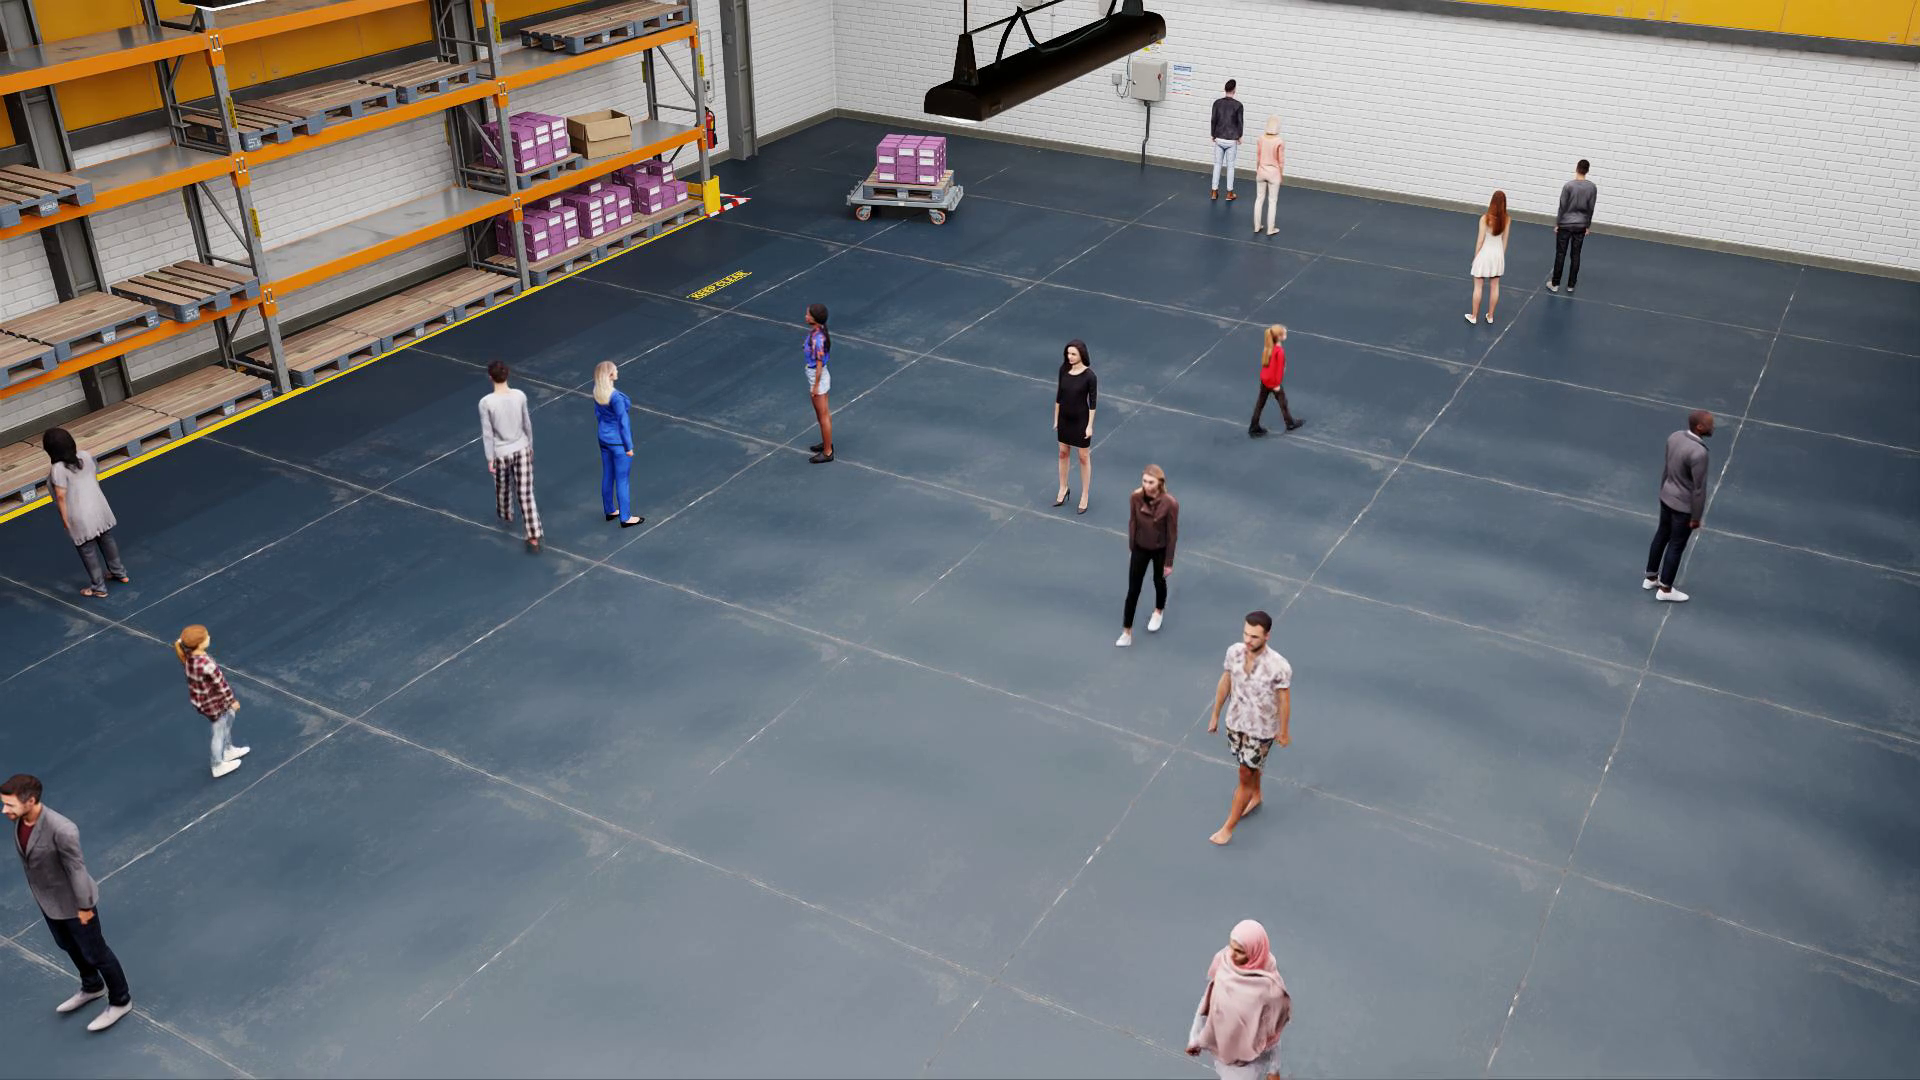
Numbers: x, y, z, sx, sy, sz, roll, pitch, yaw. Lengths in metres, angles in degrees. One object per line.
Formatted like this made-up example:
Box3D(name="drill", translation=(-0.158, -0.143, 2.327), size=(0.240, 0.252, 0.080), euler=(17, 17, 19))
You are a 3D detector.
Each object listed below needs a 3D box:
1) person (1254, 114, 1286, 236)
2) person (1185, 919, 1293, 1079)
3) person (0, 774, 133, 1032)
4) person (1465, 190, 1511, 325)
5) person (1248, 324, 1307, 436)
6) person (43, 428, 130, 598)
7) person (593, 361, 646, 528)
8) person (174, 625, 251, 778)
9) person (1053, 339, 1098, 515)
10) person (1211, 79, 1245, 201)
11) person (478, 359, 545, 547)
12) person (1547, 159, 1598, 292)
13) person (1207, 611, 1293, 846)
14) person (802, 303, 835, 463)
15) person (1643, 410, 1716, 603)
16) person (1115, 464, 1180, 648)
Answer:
Box3D(name="person", translation=(4.475, -5.305, 24.112), size=(0.619, 1.724, 0.548), euler=(19, 34, 31))
Box3D(name="person", translation=(1.604, 2.792, 9.203), size=(0.938, 1.787, 0.826), euler=(-21, 35, -33))
Box3D(name="person", translation=(-5.497, 2.190, 10.221), size=(0.678, 1.870, 0.597), euler=(13, 31, 23))
Box3D(name="person", translation=(6.672, -3.563, 20.932), size=(0.646, 1.712, 0.679), euler=(-1, 29, -2))
Box3D(name="person", translation=(3.325, -1.708, 18.009), size=(0.920, 1.254, 0.832), euler=(-9, 30, -16))
Box3D(name="person", translation=(-7.904, -0.272, 15.012), size=(0.771, 1.603, 0.688), euler=(7, 29, 12))
Box3D(name="person", translation=(-3.359, -0.943, 16.141), size=(0.674, 1.700, 0.634), euler=(26, 38, 38))
Box3D(name="person", translation=(-5.714, 1.237, 12.568), size=(0.595, 1.295, 0.652), euler=(25, 37, 38))
Box3D(name="person", translation=(1.135, -1.131, 16.374), size=(0.604, 1.806, 0.512), euler=(19, 34, 31))
Box3D(name="person", translation=(4.088, -6.148, 25.541), size=(0.674, 1.836, 0.559), euler=(12, 31, 21))
Box3D(name="person", translation=(-4.221, -0.781, 15.745), size=(1.212, 1.796, 1.100), euler=(-16, 32, -27))
Box3D(name="person", translation=(8.090, -4.156, 21.968), size=(0.696, 1.761, 0.679), euler=(2, 29, 4))
Box3D(name="person", translation=(2.161, 1.265, 12.002), size=(1.100, 1.787, 0.876), euler=(-25, 37, -38))
Box3D(name="person", translation=(-1.472, -1.657, 17.407), size=(0.731, 1.741, 0.628), euler=(-1, 29, -3))
Box3D(name="person", translation=(6.429, -0.326, 14.889), size=(0.860, 1.816, 0.761), euler=(-4, 29, -7))
Box3D(name="person", translation=(1.695, 0.080, 14.304), size=(0.683, 1.663, 1.041), euler=(12, 31, 20))
